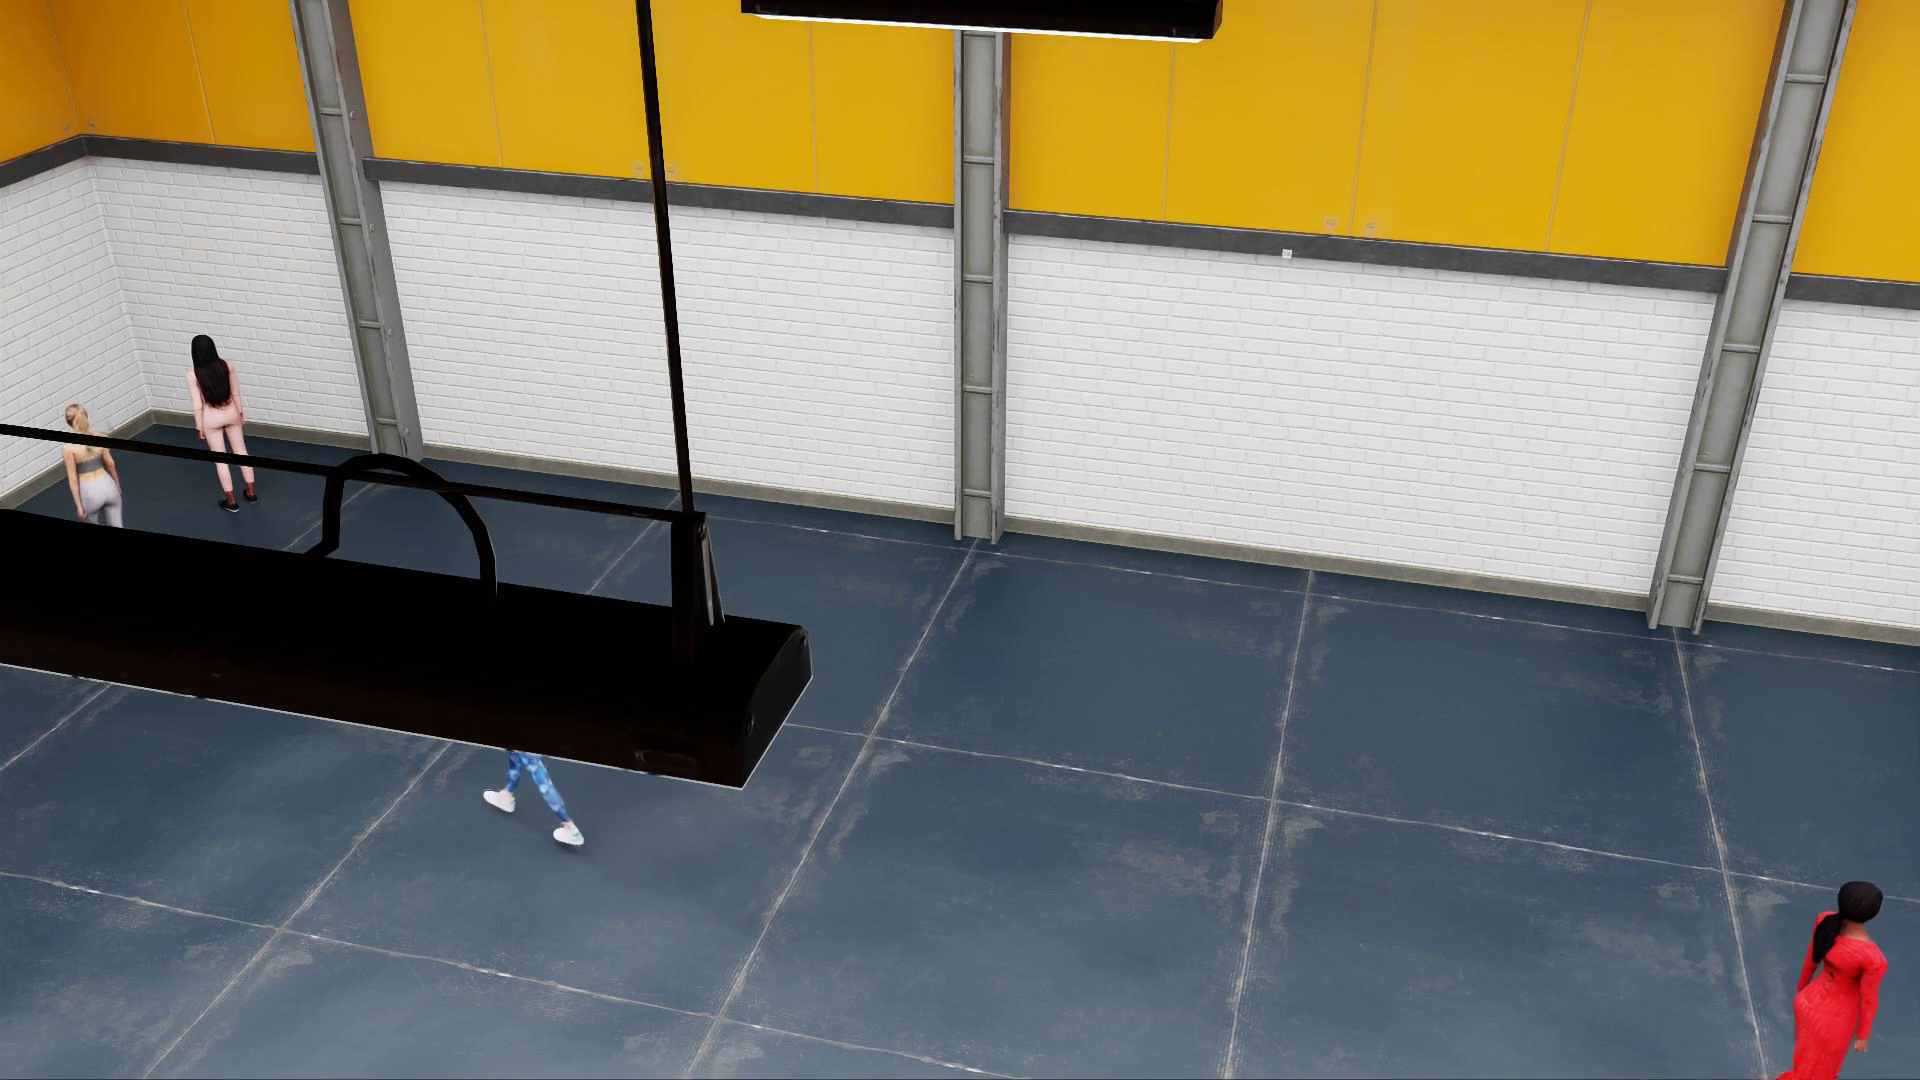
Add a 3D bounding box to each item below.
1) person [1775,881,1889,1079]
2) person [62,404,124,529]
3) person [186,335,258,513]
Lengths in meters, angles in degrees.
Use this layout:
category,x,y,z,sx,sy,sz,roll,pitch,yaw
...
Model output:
category,x,y,z,sx,sy,sz,roll,pitch,yaw
person,4.479,2.541,8.724,1.130,1.759,0.887,-5,29,-9
person,-7.244,-0.331,14.064,1.041,1.677,0.846,22,35,34
person,-6.852,-1.099,15.426,0.686,1.721,0.694,23,36,35
